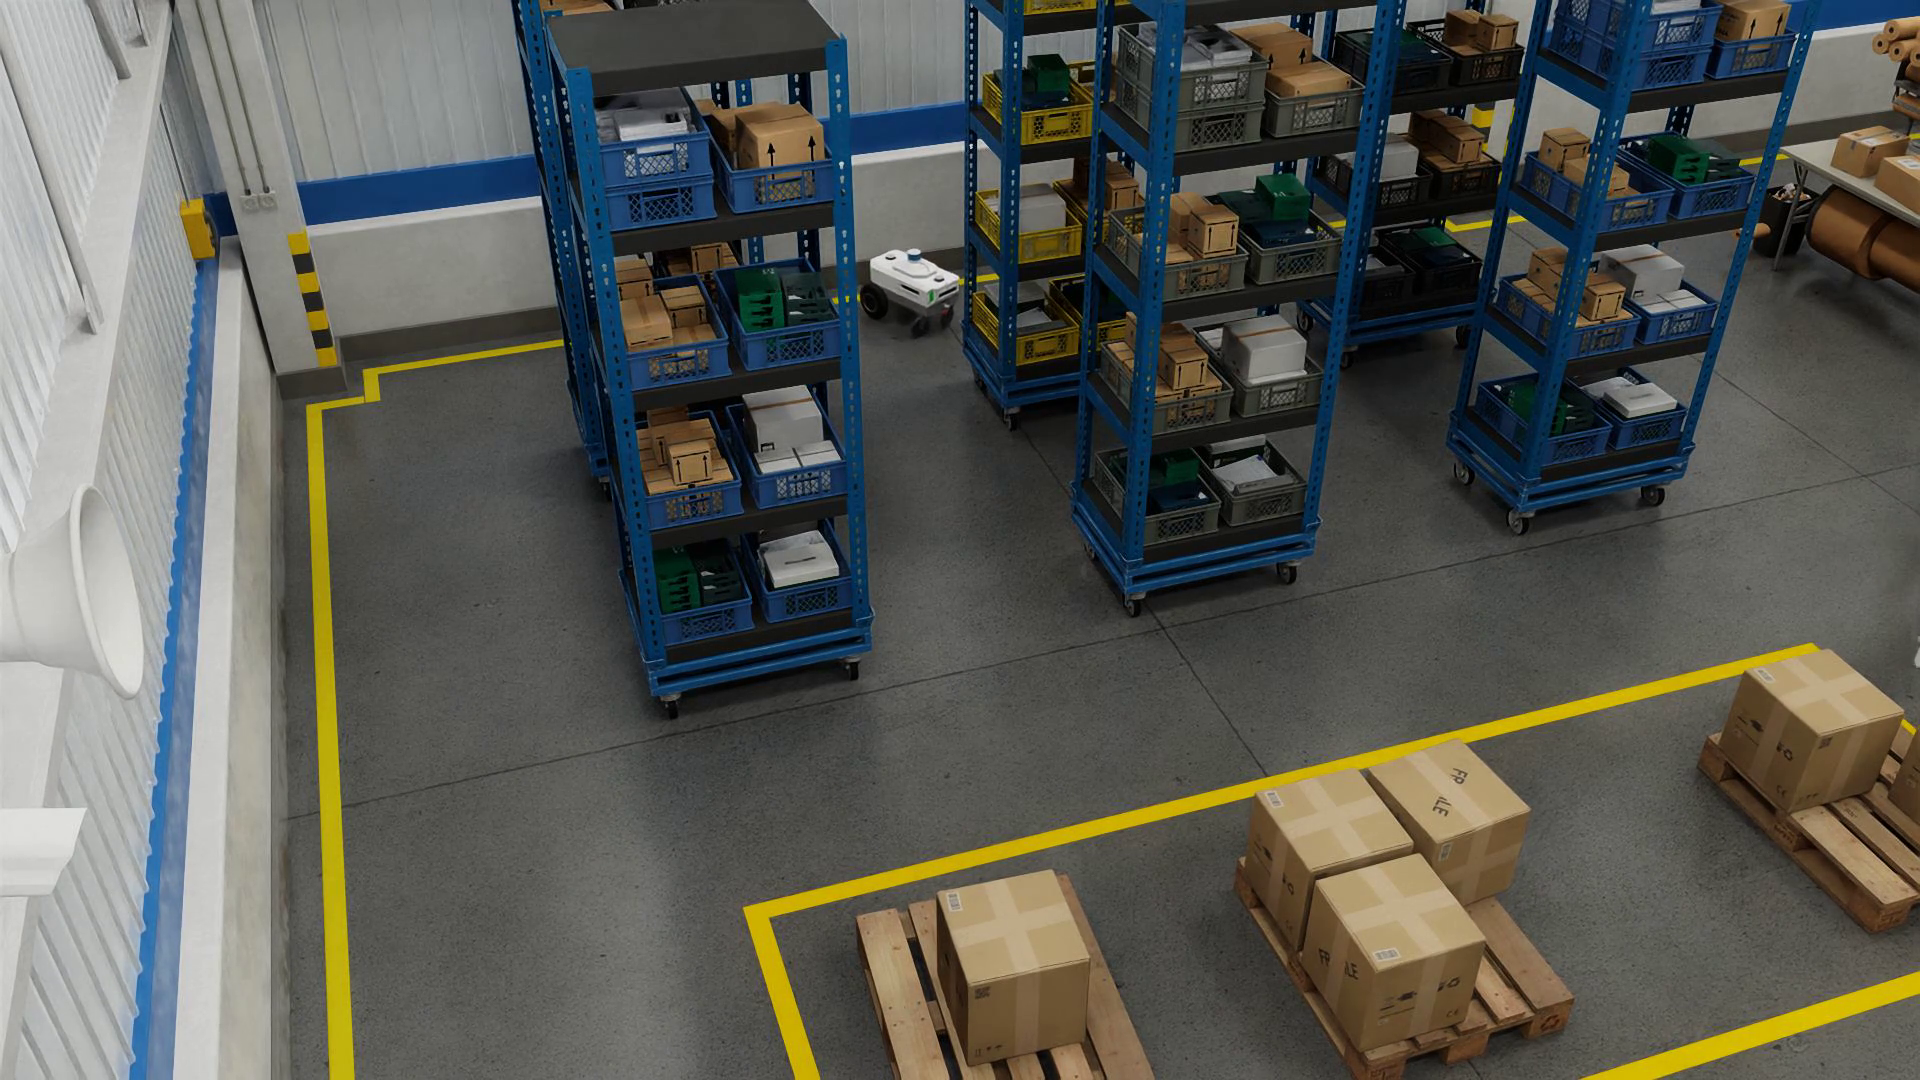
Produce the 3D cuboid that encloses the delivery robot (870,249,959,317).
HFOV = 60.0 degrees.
[{"bbox_3d":[-0.339,-1.943,12.464,0.707,0.478,0.477,29,44,35],"label":"delivery robot"}]

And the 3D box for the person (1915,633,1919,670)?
[{"bbox_3d":[5.499,0.032,8.821,0.528,1.624,0.338,18,39,23],"label":"person"}]
